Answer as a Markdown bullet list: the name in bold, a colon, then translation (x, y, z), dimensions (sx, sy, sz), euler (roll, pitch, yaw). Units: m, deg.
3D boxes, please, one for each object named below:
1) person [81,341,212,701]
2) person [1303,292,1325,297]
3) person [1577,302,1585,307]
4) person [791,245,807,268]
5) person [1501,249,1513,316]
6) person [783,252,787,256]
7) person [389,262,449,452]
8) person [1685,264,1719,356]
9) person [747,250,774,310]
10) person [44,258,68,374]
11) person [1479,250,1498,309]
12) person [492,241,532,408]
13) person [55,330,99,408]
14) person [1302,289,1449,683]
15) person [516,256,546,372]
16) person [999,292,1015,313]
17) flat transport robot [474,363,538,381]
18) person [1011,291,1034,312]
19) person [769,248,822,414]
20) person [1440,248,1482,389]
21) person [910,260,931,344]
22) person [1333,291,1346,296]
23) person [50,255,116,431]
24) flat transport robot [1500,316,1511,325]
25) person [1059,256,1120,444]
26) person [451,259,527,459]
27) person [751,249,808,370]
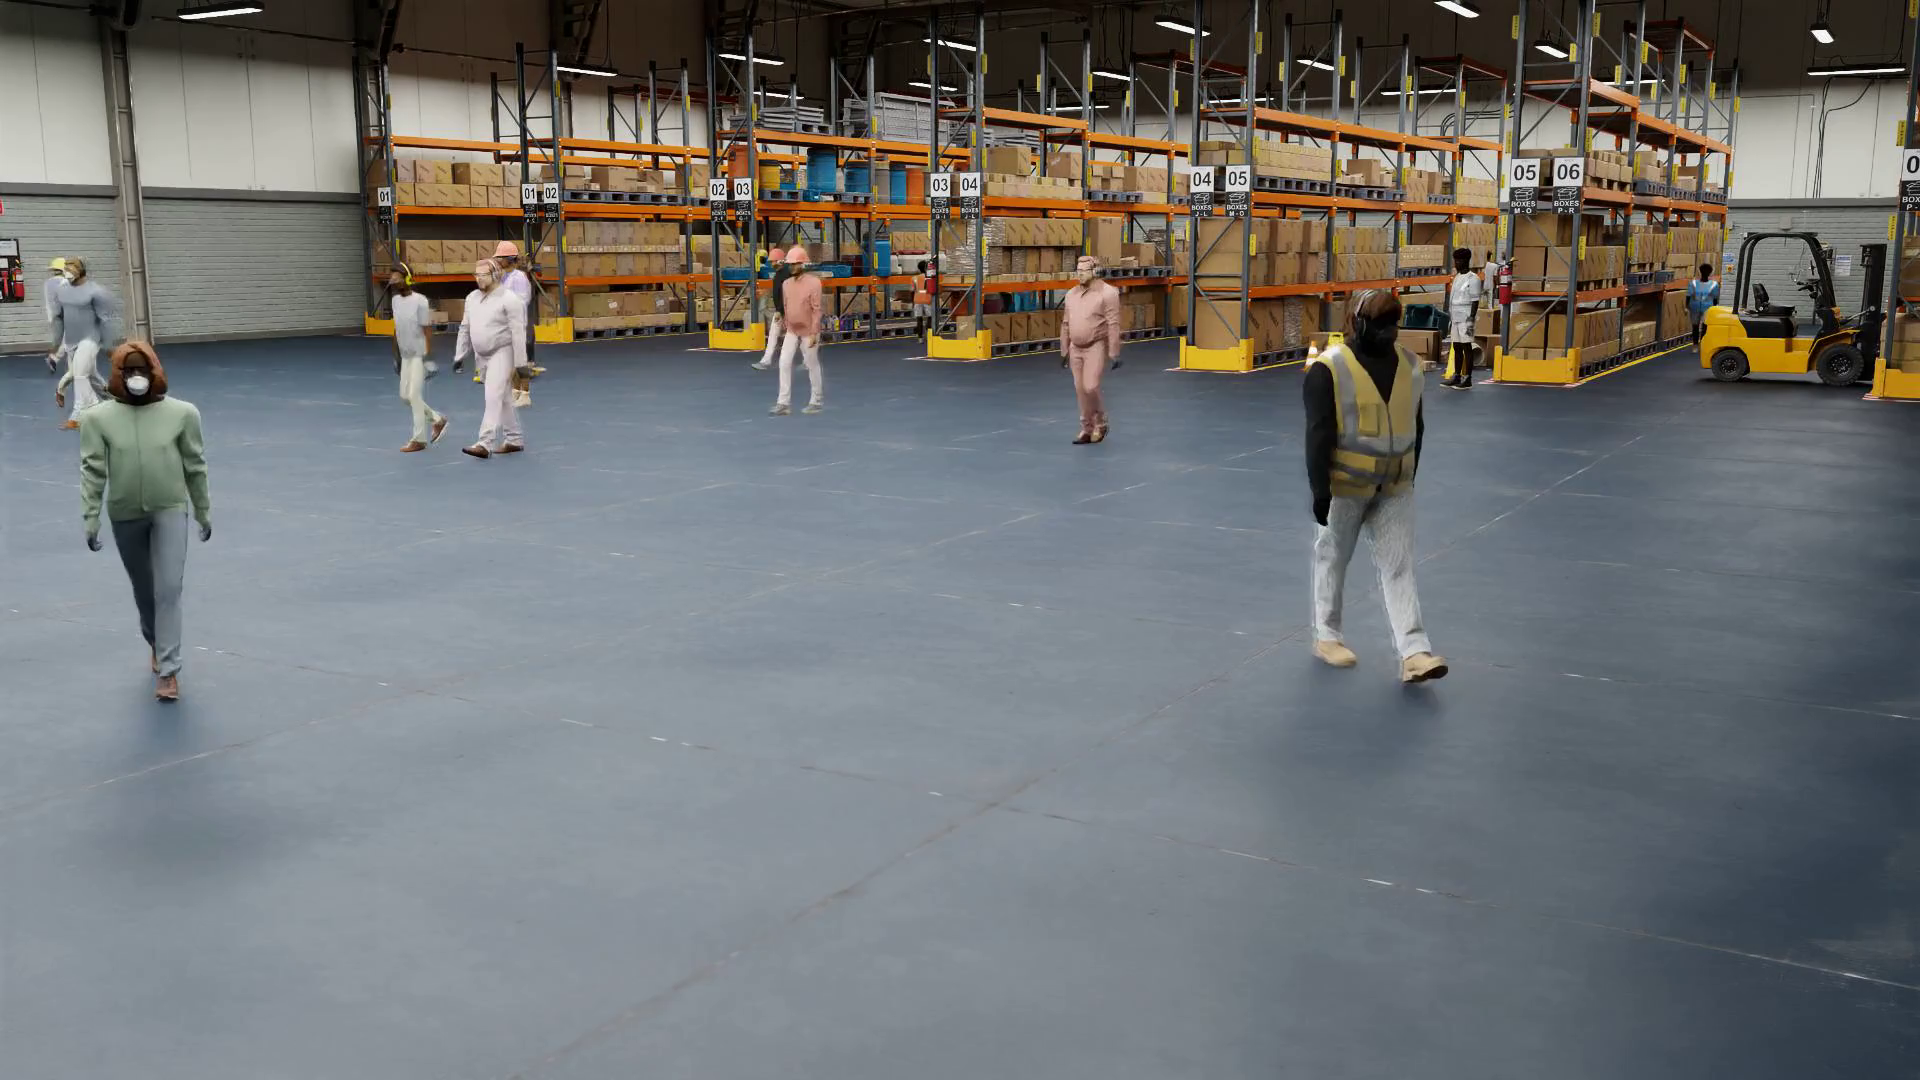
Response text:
- **person**: translation (-3.698, -0.112, 7.579), dimensions (0.513, 1.587, 0.881), euler (-4, 11, -20)
- **person**: translation (7.646, -5.298, 35.692), dimensions (0.660, 1.921, 0.545), euler (6, 12, 28)
- **person**: translation (15.534, -6.350, 41.954), dimensions (0.965, 1.799, 0.642), euler (7, 12, 35)
- **person**: translation (-3.662, -5.545, 36.887), dimensions (0.609, 2.000, 1.041), euler (4, 11, 19)
- **person**: translation (13.909, -6.441, 42.245), dimensions (0.359, 1.873, 0.738), euler (6, 12, 30)
- **person**: translation (-3.656, -5.205, 35.388), dimensions (0.523, 1.852, 0.662), euler (5, 11, 27)
- **person**: translation (-5.303, -1.790, 16.284), dimensions (0.574, 1.845, 0.595), euler (6, 12, 31)
- **person**: translation (13.478, -4.190, 30.225), dimensions (0.537, 1.659, 0.868), euler (6, 12, 30)
- **person**: translation (-4.191, -5.233, 35.469), dimensions (0.586, 1.867, 1.011), euler (3, 11, 16)
- **person**: translation (-13.849, -3.446, 25.651), dimensions (0.594, 1.807, 0.780), euler (5, 11, 26)
- **person**: translation (12.403, -5.895, 39.231), dimensions (0.510, 1.860, 0.334), euler (2, 10, 13)
- **person**: translation (-5.536, -2.646, 20.504), dimensions (0.378, 2.041, 0.616), euler (-7, 12, -34)
- **person**: translation (-10.626, -2.346, 20.002), dimensions (0.610, 1.617, 0.509), euler (5, 11, 24)
- **person**: translation (1.919, -0.237, 7.668), dimensions (0.654, 1.801, 0.934), euler (-3, 10, -15)
- **person**: translation (-6.841, -3.503, 25.918), dimensions (0.653, 1.828, 0.512), euler (-5, 11, -27)
- **person**: translation (1.108, -5.619, 37.403), dimensions (0.625, 1.969, 0.910), euler (7, 12, 35)
- **flat transport robot**: translation (-6.708, -2.493, 24.607), dimensions (0.652, 0.197, 1.431), euler (-1, 10, -3)
- **person**: translation (1.394, -5.450, 36.851), dimensions (0.568, 1.815, 0.752), euler (3, 11, 16)
- **person**: translation (-1.922, -2.444, 19.597), dimensions (0.618, 1.963, 0.844), euler (6, 12, 31)
- **person**: translation (6.982, -3.075, 23.142), dimensions (0.381, 1.958, 0.602), euler (-2, 10, -12)
- **person**: translation (-0.723, -4.784, 33.465), dimensions (0.557, 1.676, 0.532), euler (1, 10, 7)
- **person**: translation (8.767, -5.958, 39.062), dimensions (0.679, 2.000, 1.000), euler (5, 11, 26)
- **person**: translation (-9.632, -2.186, 18.365), dimensions (0.630, 1.901, 1.000), euler (3, 11, 17)
- **flat transport robot**: translation (13.342, -5.389, 40.832), dimensions (0.652, 0.197, 1.431), euler (3, 10, 14)
- **person**: translation (1.274, -1.899, 16.732), dimensions (0.678, 1.891, 0.433), euler (9, 14, 42)
- **person**: translation (-4.498, -1.702, 15.734), dimensions (0.667, 1.864, 0.959), euler (7, 12, 33)
- **person**: translation (-2.796, -3.658, 26.501), dimensions (1.037, 1.939, 0.605), euler (-6, 12, -30)
